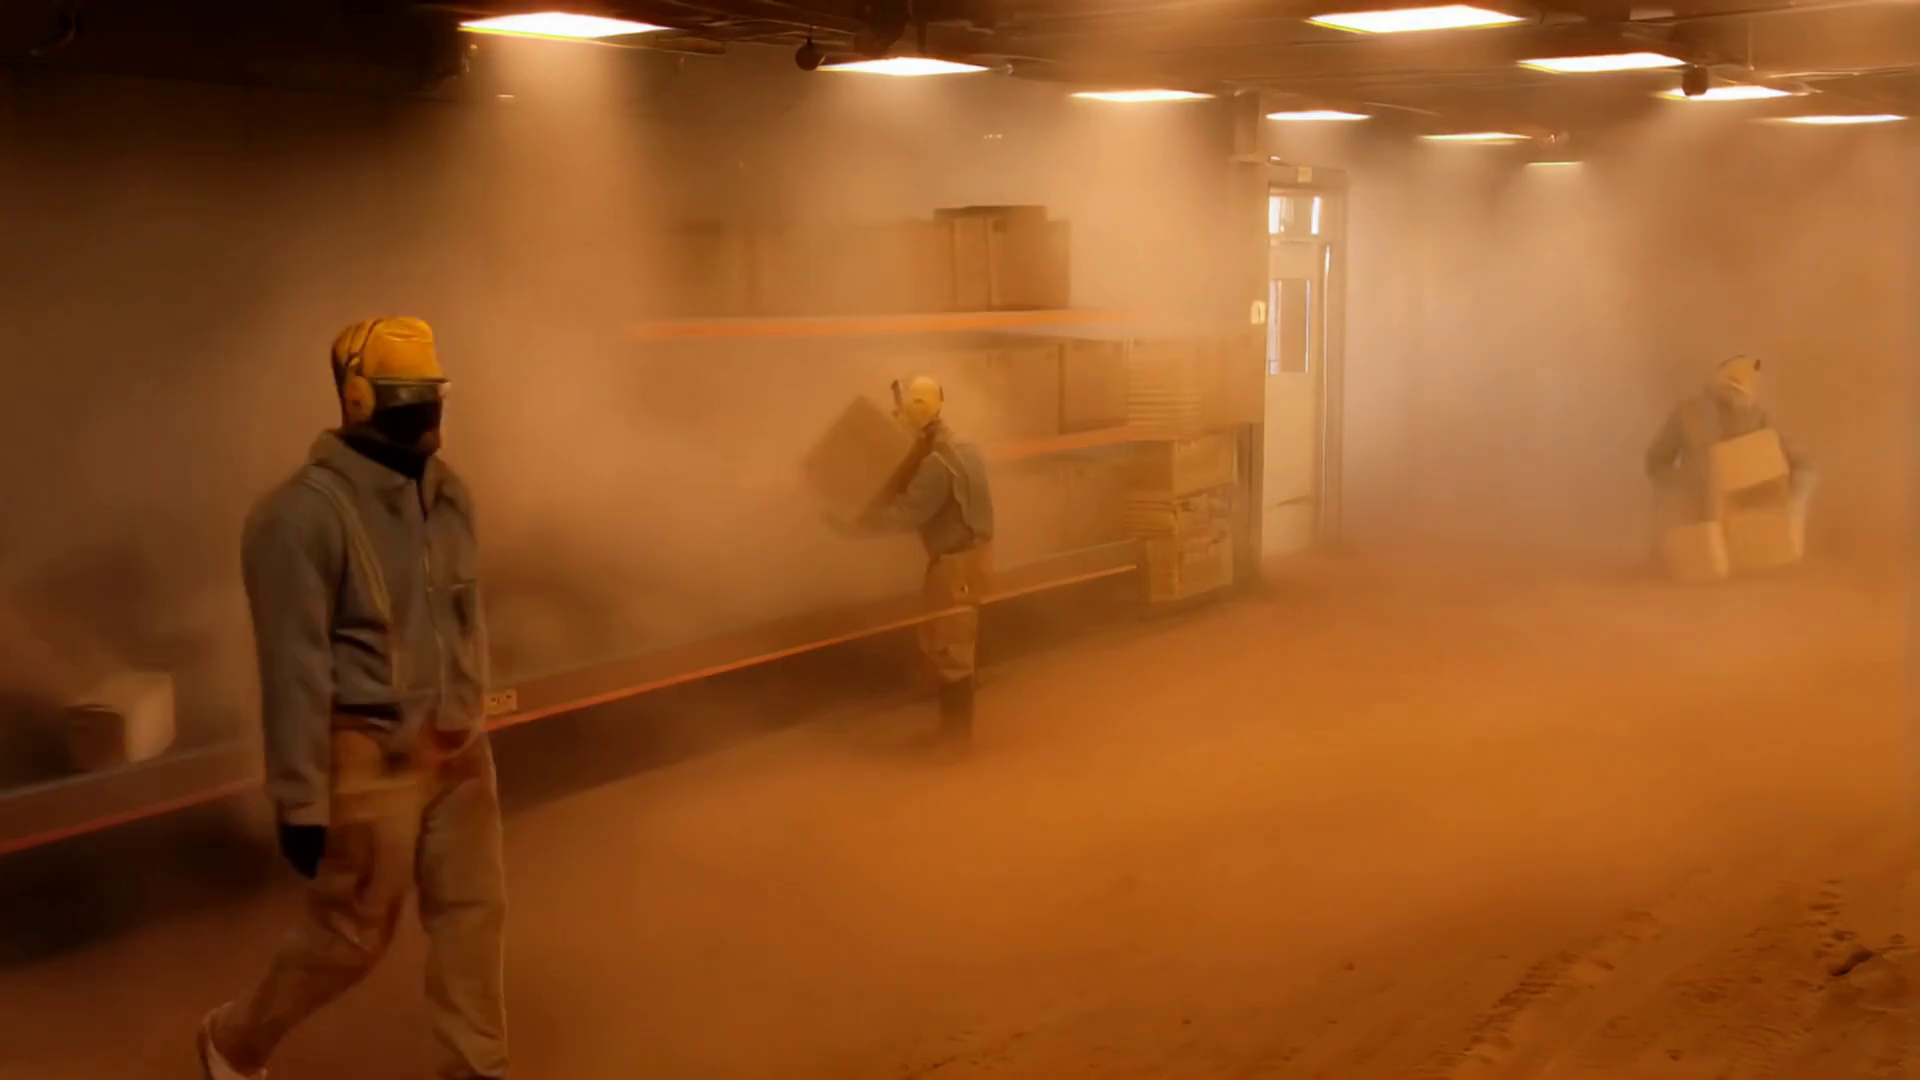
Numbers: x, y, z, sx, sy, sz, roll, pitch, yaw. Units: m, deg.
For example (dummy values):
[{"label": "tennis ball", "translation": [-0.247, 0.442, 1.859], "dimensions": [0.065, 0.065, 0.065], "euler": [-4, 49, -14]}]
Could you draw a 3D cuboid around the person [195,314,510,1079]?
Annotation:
[{"label": "person", "translation": [-1.292, 0.457, 3.609], "dimensions": [0.793, 1.888, 0.655], "euler": [4, 11, 20]}]
